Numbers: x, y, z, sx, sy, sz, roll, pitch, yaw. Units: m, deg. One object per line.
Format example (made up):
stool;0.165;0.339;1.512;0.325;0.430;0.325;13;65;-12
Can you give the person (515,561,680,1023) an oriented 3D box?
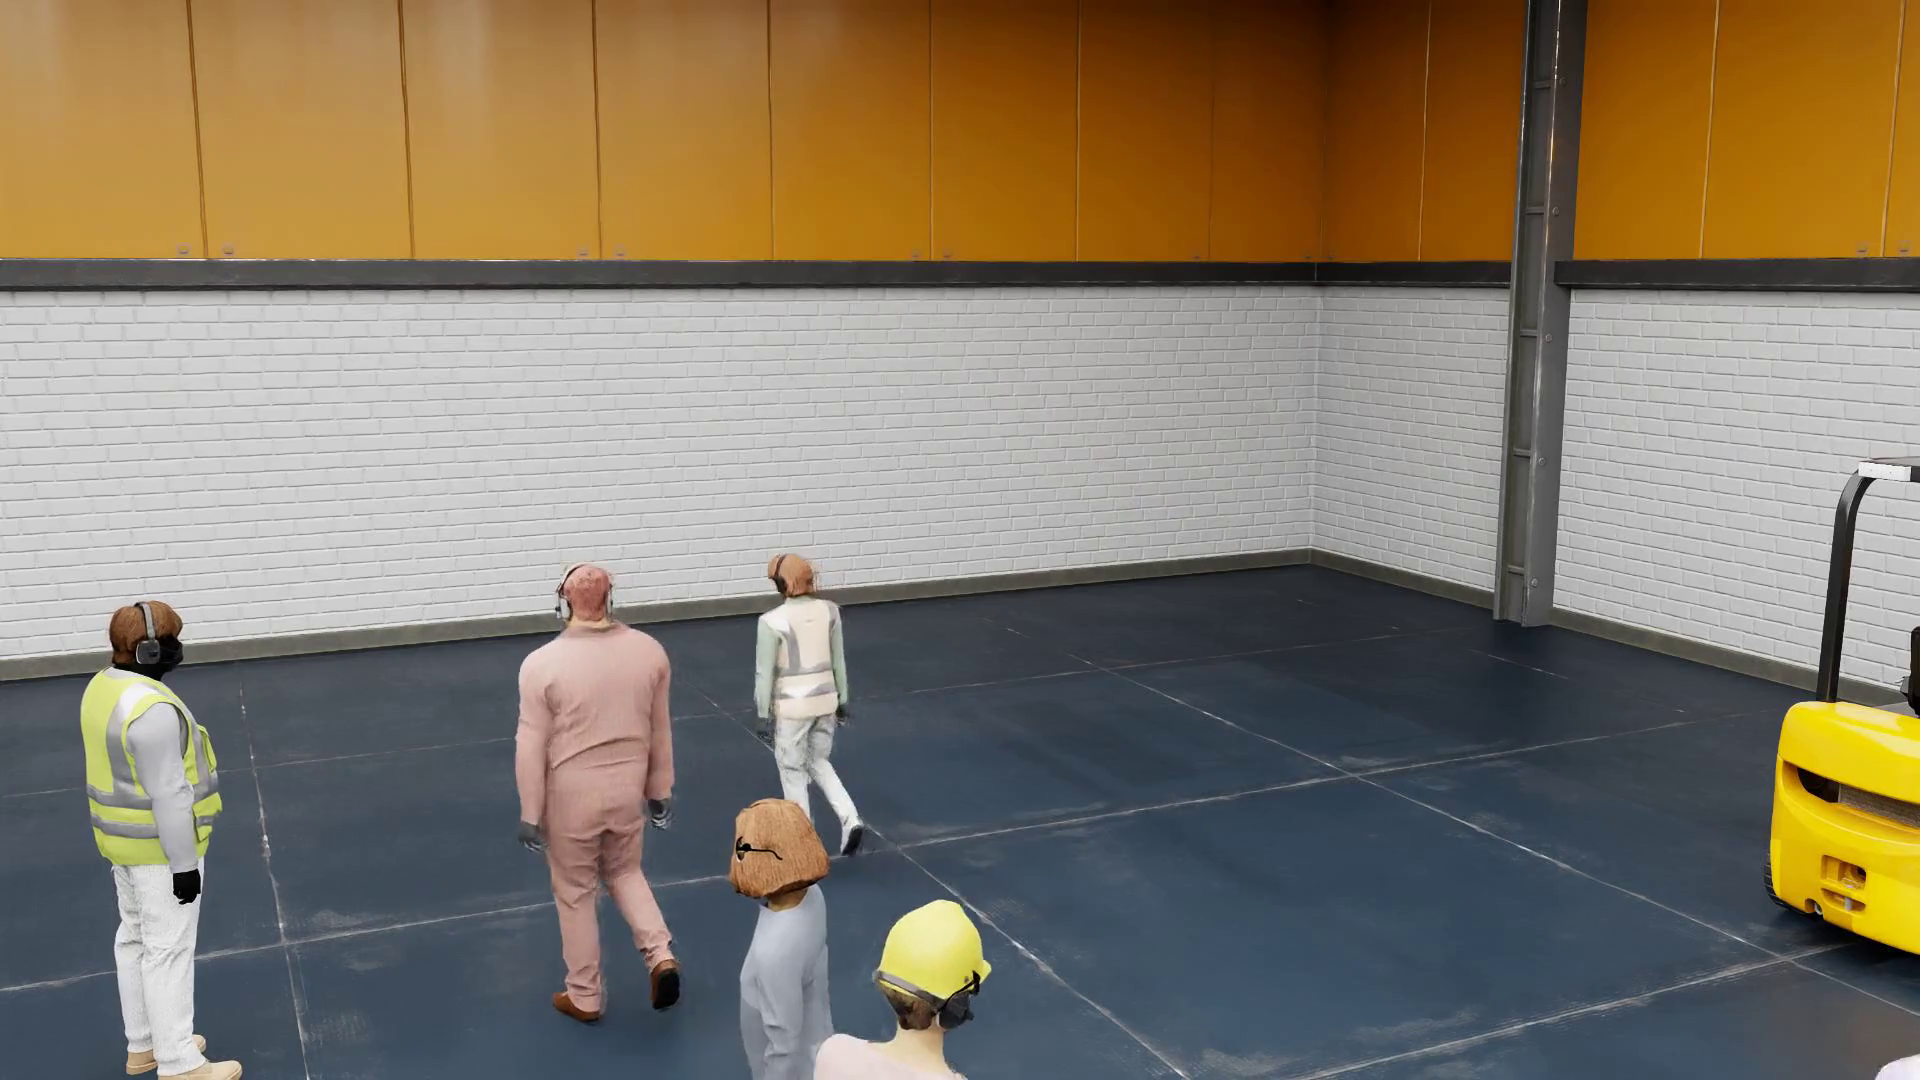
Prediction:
person;-1.430;1.033;6.641;0.658;1.893;0.542;-8;12;-42

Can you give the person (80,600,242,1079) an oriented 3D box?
person;-2.967;1.131;6.169;0.429;1.841;0.634;-9;13;-44

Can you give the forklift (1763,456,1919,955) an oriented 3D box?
forklift;4.857;0.731;7.561;2.313;2.155;1.214;-4;10;-25

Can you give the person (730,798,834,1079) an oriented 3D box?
person;-0.472;1.498;4.534;0.280;1.632;0.501;1;9;5

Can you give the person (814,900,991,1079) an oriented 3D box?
person;-0.138;1.616;3.481;0.522;1.739;0.815;5;11;30

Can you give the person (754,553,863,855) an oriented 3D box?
person;-0.764;0.876;8.436;0.475;1.623;0.520;9;13;44

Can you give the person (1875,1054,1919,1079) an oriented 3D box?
person;2.026;1.575;3.186;0.600;1.913;0.616;2;9;15
